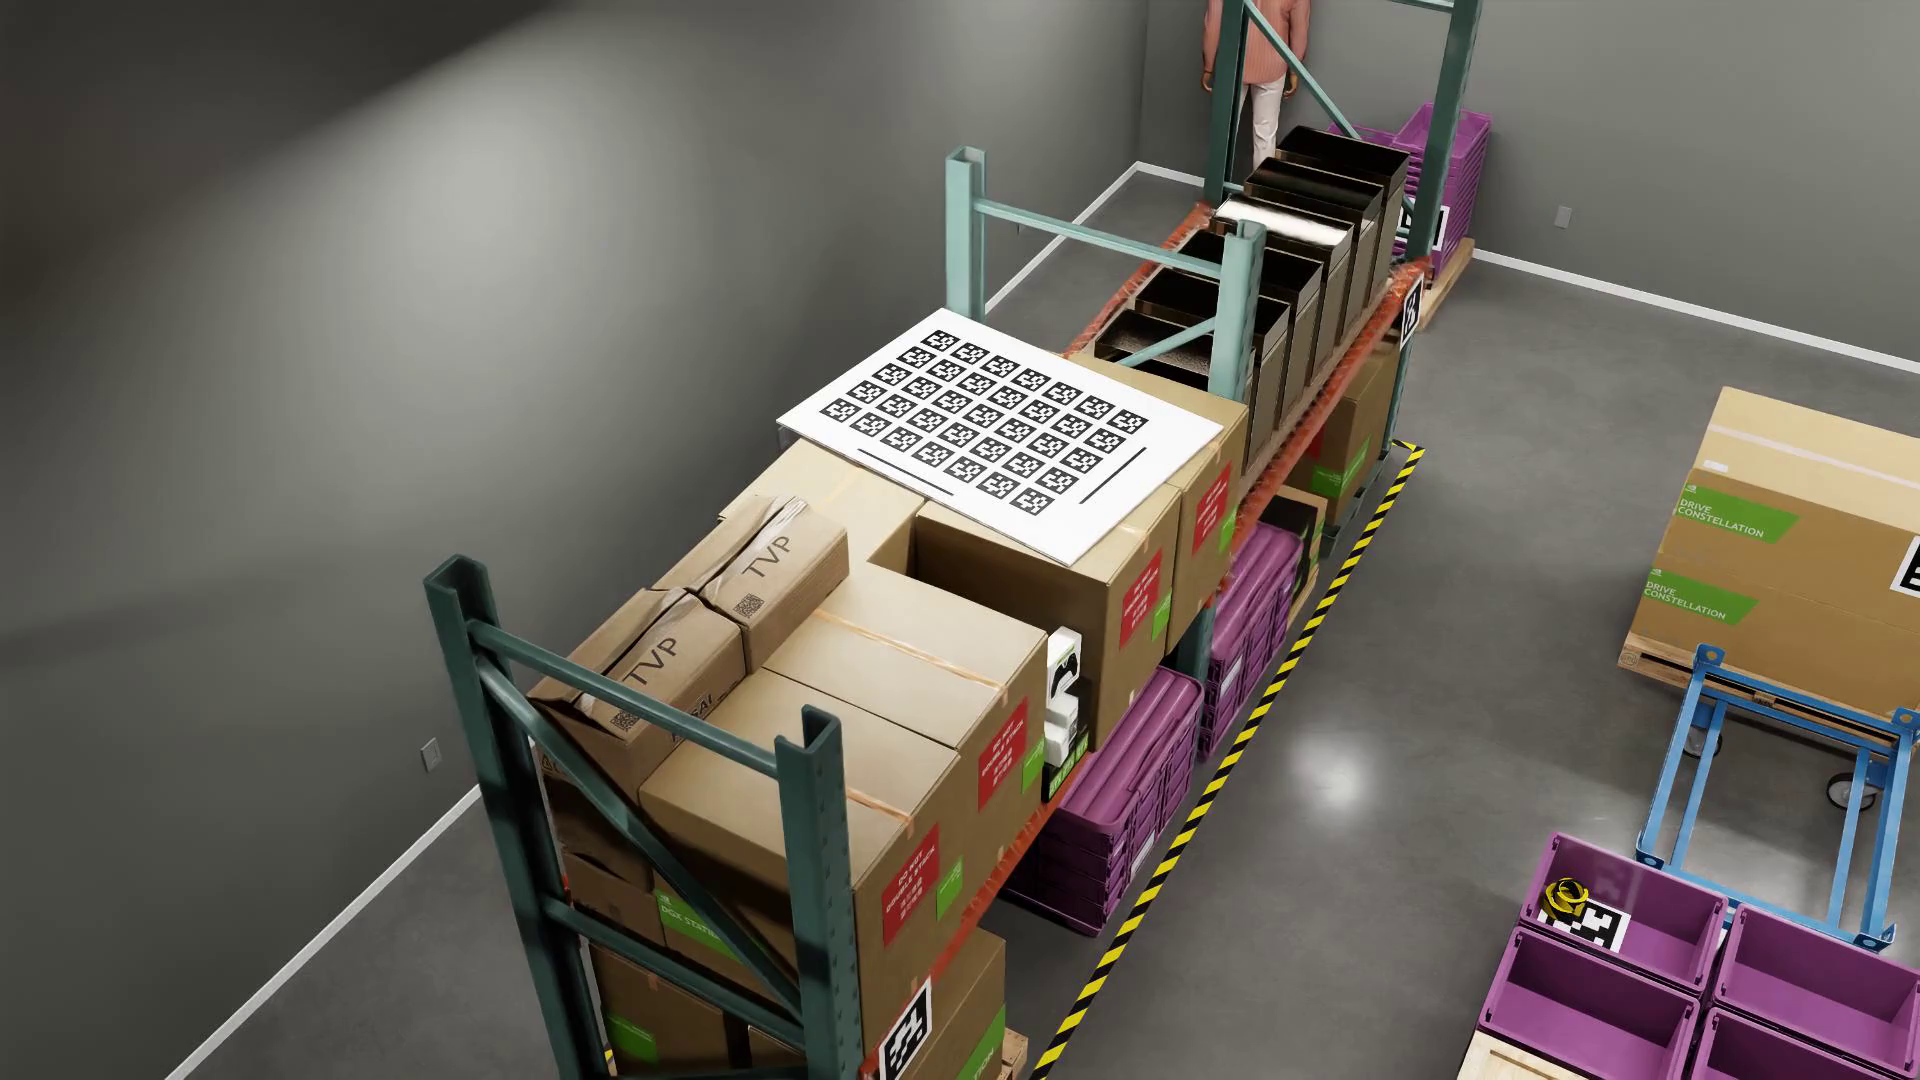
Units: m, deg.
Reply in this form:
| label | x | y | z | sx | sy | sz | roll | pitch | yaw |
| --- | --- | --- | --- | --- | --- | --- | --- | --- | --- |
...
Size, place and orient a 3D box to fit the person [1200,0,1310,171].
| label | x | y | z | sx | sy | sz | roll | pitch | yaw |
| --- | --- | --- | --- | --- | --- | --- | --- | --- | --- |
| person | 1.742 | -2.831 | 9.928 | 0.617 | 1.994 | 0.381 | 4 | 40 | 5 |
